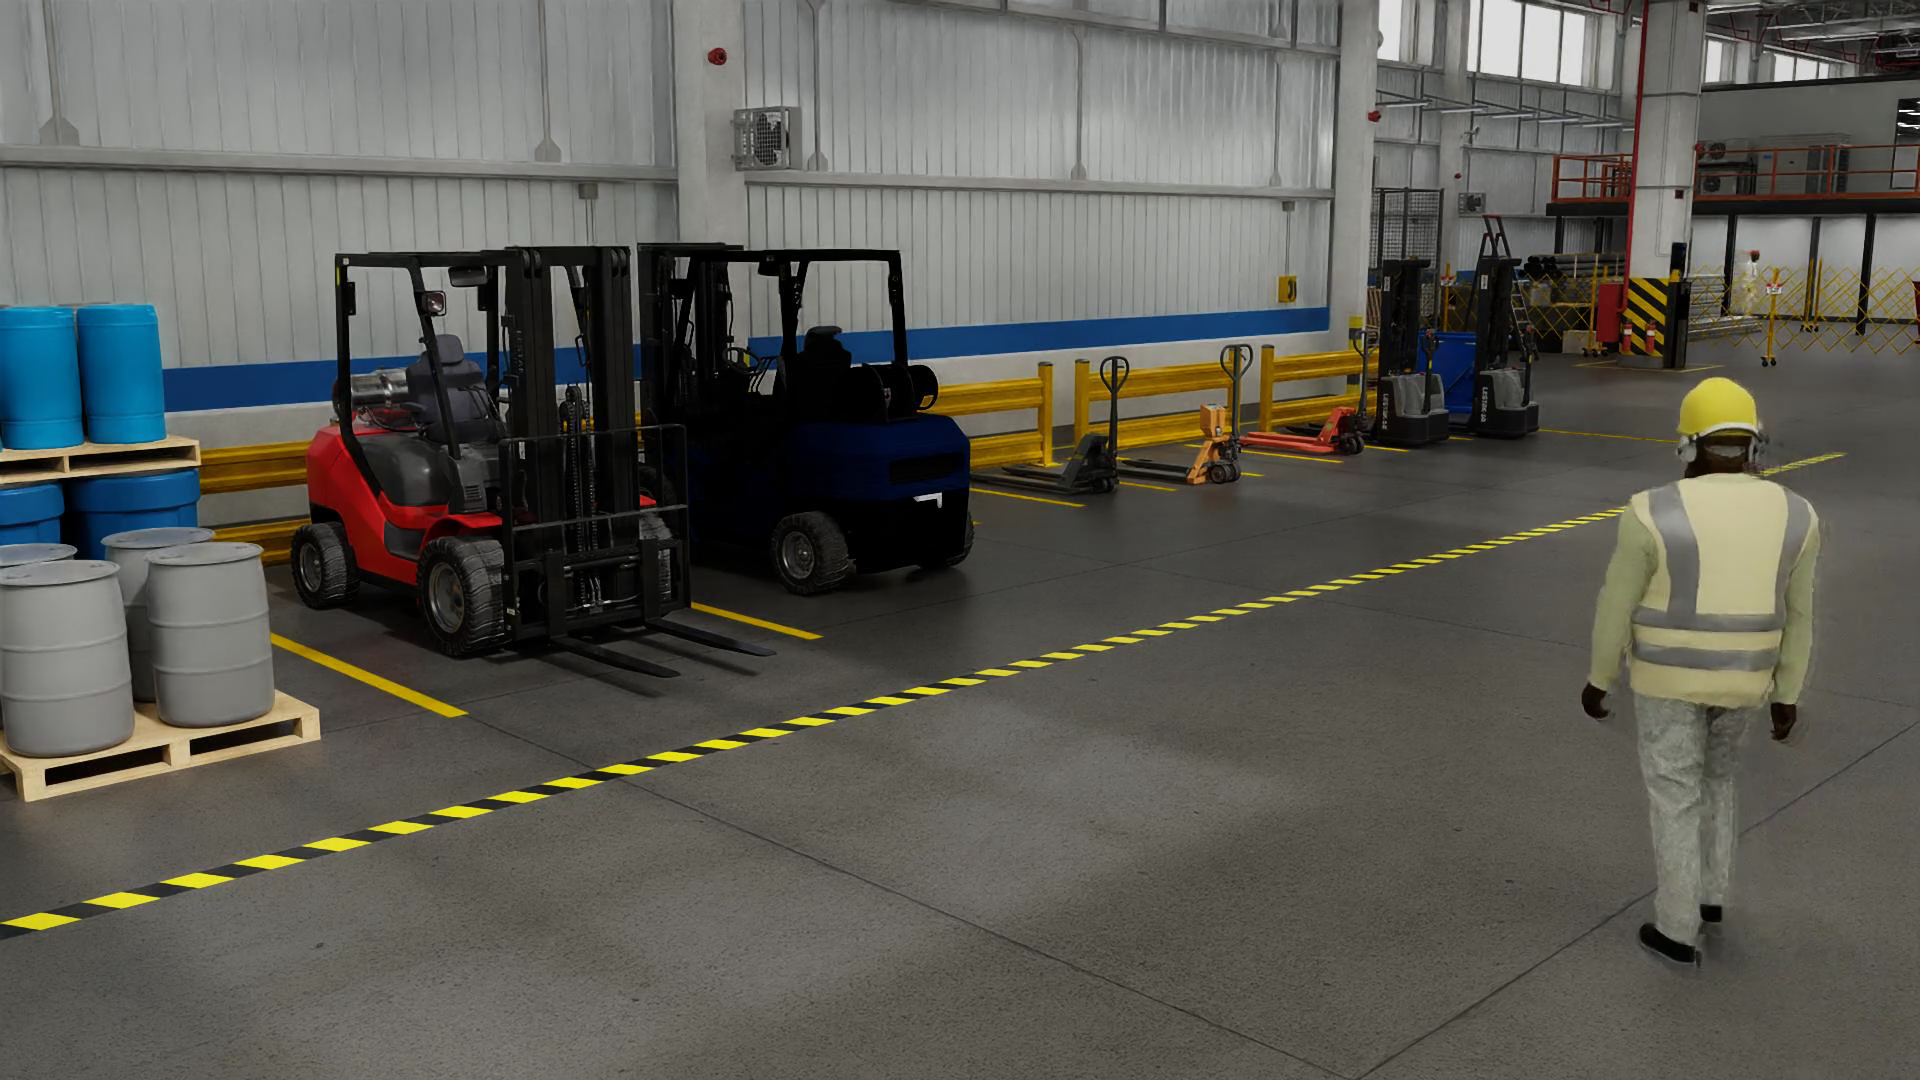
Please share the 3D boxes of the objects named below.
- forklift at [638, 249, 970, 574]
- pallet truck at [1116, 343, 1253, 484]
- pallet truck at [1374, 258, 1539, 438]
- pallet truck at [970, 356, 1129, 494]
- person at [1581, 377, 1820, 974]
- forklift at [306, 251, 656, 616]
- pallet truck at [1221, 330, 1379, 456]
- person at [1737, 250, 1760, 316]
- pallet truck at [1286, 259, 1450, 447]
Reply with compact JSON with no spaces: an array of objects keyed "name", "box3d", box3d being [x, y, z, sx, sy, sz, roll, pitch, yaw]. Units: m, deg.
[{"name":"forklift","box3d":[-1.173,-0.958,11.239,2.680,1.987,1.157,10,14,43]},{"name":"pallet truck","box3d":[1.962,-1.215,15.415,1.522,1.261,0.704,10,14,43]},{"name":"pallet truck","box3d":[5.704,-2.208,18.901,1.885,1.965,0.823,10,14,43]},{"name":"pallet truck","box3d":[0.784,-1.085,14.876,0.680,1.201,1.601,-10,14,-44]},{"name":"person","box3d":[2.245,0.403,5.166,0.605,1.812,0.591,-1,10,-5]},{"name":"forklift","box3d":[-2.833,-0.669,9.694,1.157,1.987,2.680,-10,14,-44]},{"name":"pallet truck","box3d":[3.563,-1.581,17.381,0.653,1.274,1.630,-10,14,-44]},{"name":"person","box3d":[20.575,-6.618,43.299,0.581,1.867,0.461,-10,14,-44]},{"name":"pallet truck","box3d":[4.493,-2.078,18.196,0.823,1.965,1.885,-9,14,-40]}]
